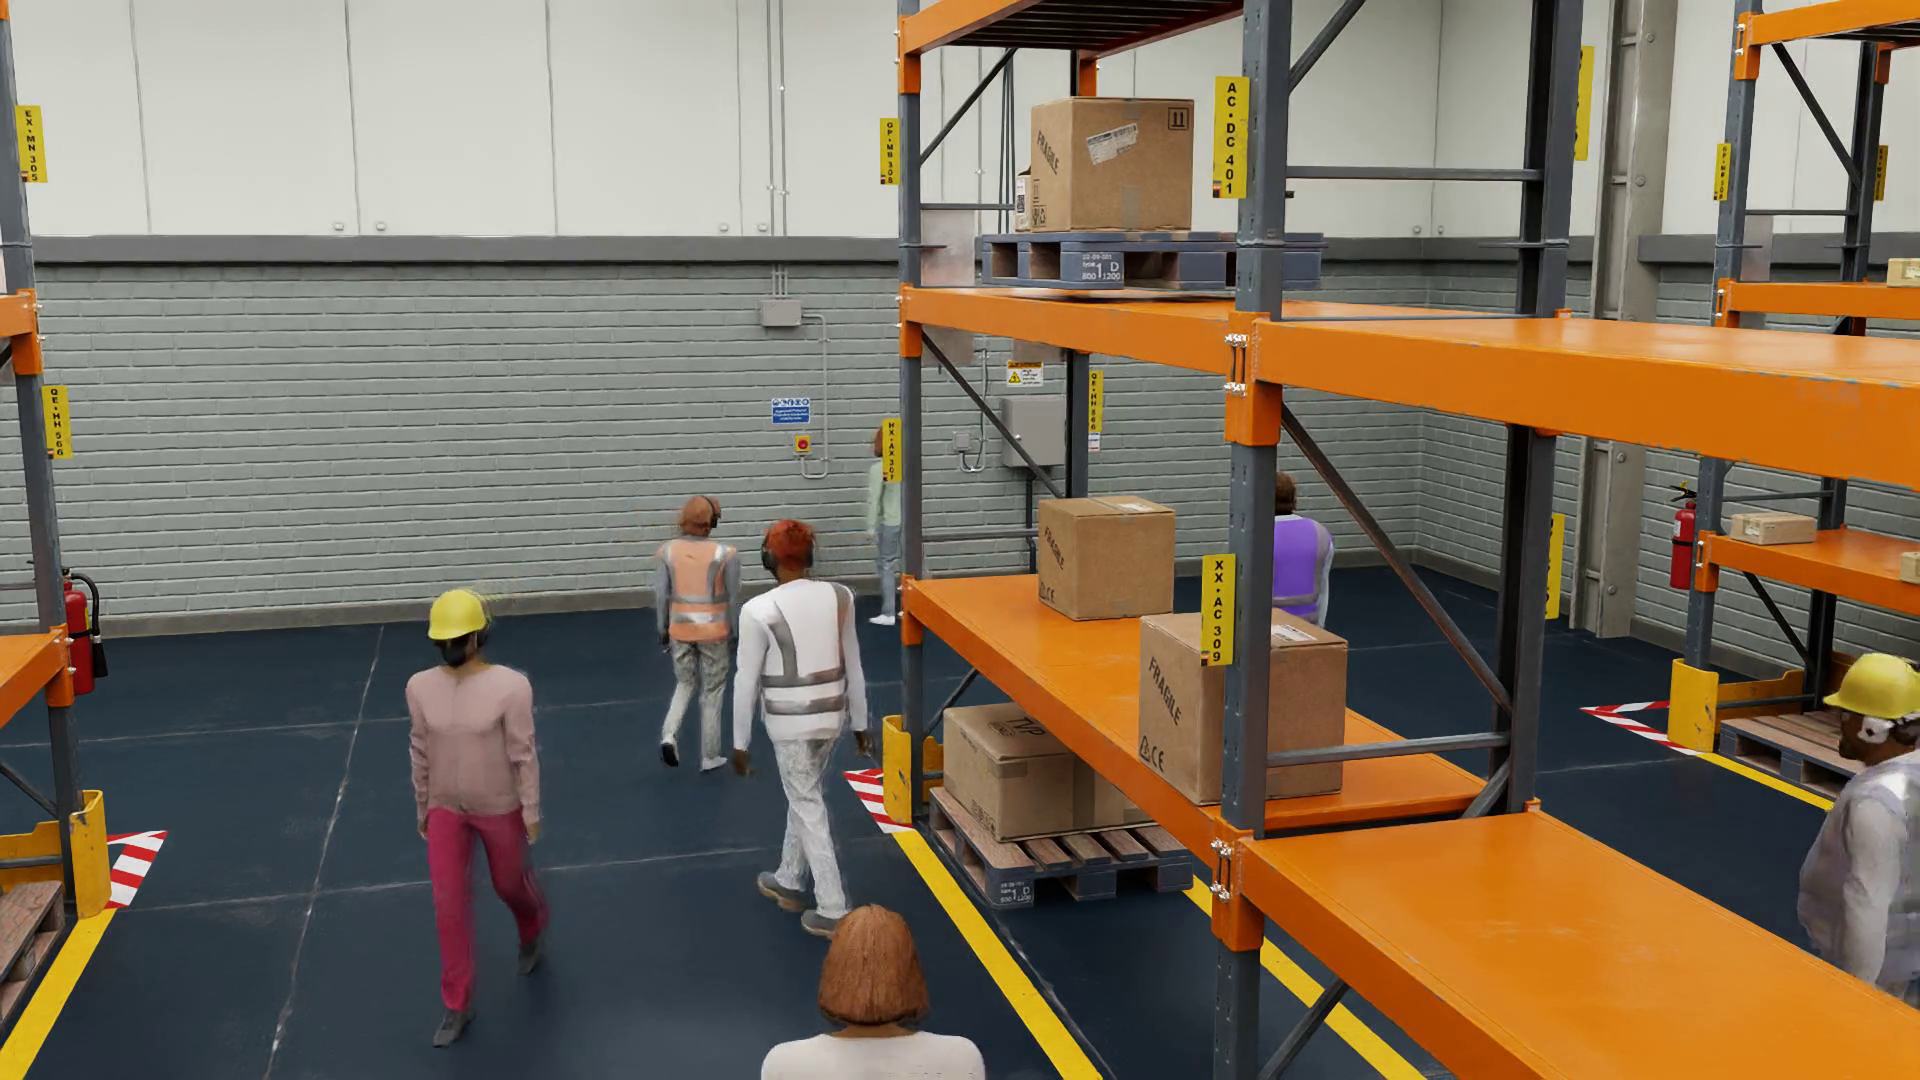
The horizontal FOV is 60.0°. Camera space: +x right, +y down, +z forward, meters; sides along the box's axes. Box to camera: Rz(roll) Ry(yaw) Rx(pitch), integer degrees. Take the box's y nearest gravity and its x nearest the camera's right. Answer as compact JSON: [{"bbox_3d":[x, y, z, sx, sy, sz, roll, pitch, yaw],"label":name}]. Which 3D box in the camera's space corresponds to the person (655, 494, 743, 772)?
[{"bbox_3d":[-1.521,0.558,9.582,0.521,1.630,0.423,3,10,17],"label":"person"}]

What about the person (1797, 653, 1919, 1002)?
[{"bbox_3d":[2.879,1.250,5.112,0.633,1.814,0.597,9,13,41],"label":"person"}]

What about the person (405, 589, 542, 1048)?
[{"bbox_3d":[-1.901,1.024,6.597,0.530,1.736,0.801,1,10,3],"label":"person"}]

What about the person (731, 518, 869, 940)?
[{"bbox_3d":[-0.760,0.819,7.422,0.623,1.846,0.839,-8,13,-40],"label":"person"}]

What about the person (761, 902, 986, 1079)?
[{"bbox_3d":[-0.184,1.604,3.647,0.504,1.620,0.550,-1,10,-5],"label":"person"}]

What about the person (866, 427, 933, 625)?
[{"bbox_3d":[-0.454,-0.114,13.416,0.651,1.617,0.449,-8,13,-38],"label":"person"}]
